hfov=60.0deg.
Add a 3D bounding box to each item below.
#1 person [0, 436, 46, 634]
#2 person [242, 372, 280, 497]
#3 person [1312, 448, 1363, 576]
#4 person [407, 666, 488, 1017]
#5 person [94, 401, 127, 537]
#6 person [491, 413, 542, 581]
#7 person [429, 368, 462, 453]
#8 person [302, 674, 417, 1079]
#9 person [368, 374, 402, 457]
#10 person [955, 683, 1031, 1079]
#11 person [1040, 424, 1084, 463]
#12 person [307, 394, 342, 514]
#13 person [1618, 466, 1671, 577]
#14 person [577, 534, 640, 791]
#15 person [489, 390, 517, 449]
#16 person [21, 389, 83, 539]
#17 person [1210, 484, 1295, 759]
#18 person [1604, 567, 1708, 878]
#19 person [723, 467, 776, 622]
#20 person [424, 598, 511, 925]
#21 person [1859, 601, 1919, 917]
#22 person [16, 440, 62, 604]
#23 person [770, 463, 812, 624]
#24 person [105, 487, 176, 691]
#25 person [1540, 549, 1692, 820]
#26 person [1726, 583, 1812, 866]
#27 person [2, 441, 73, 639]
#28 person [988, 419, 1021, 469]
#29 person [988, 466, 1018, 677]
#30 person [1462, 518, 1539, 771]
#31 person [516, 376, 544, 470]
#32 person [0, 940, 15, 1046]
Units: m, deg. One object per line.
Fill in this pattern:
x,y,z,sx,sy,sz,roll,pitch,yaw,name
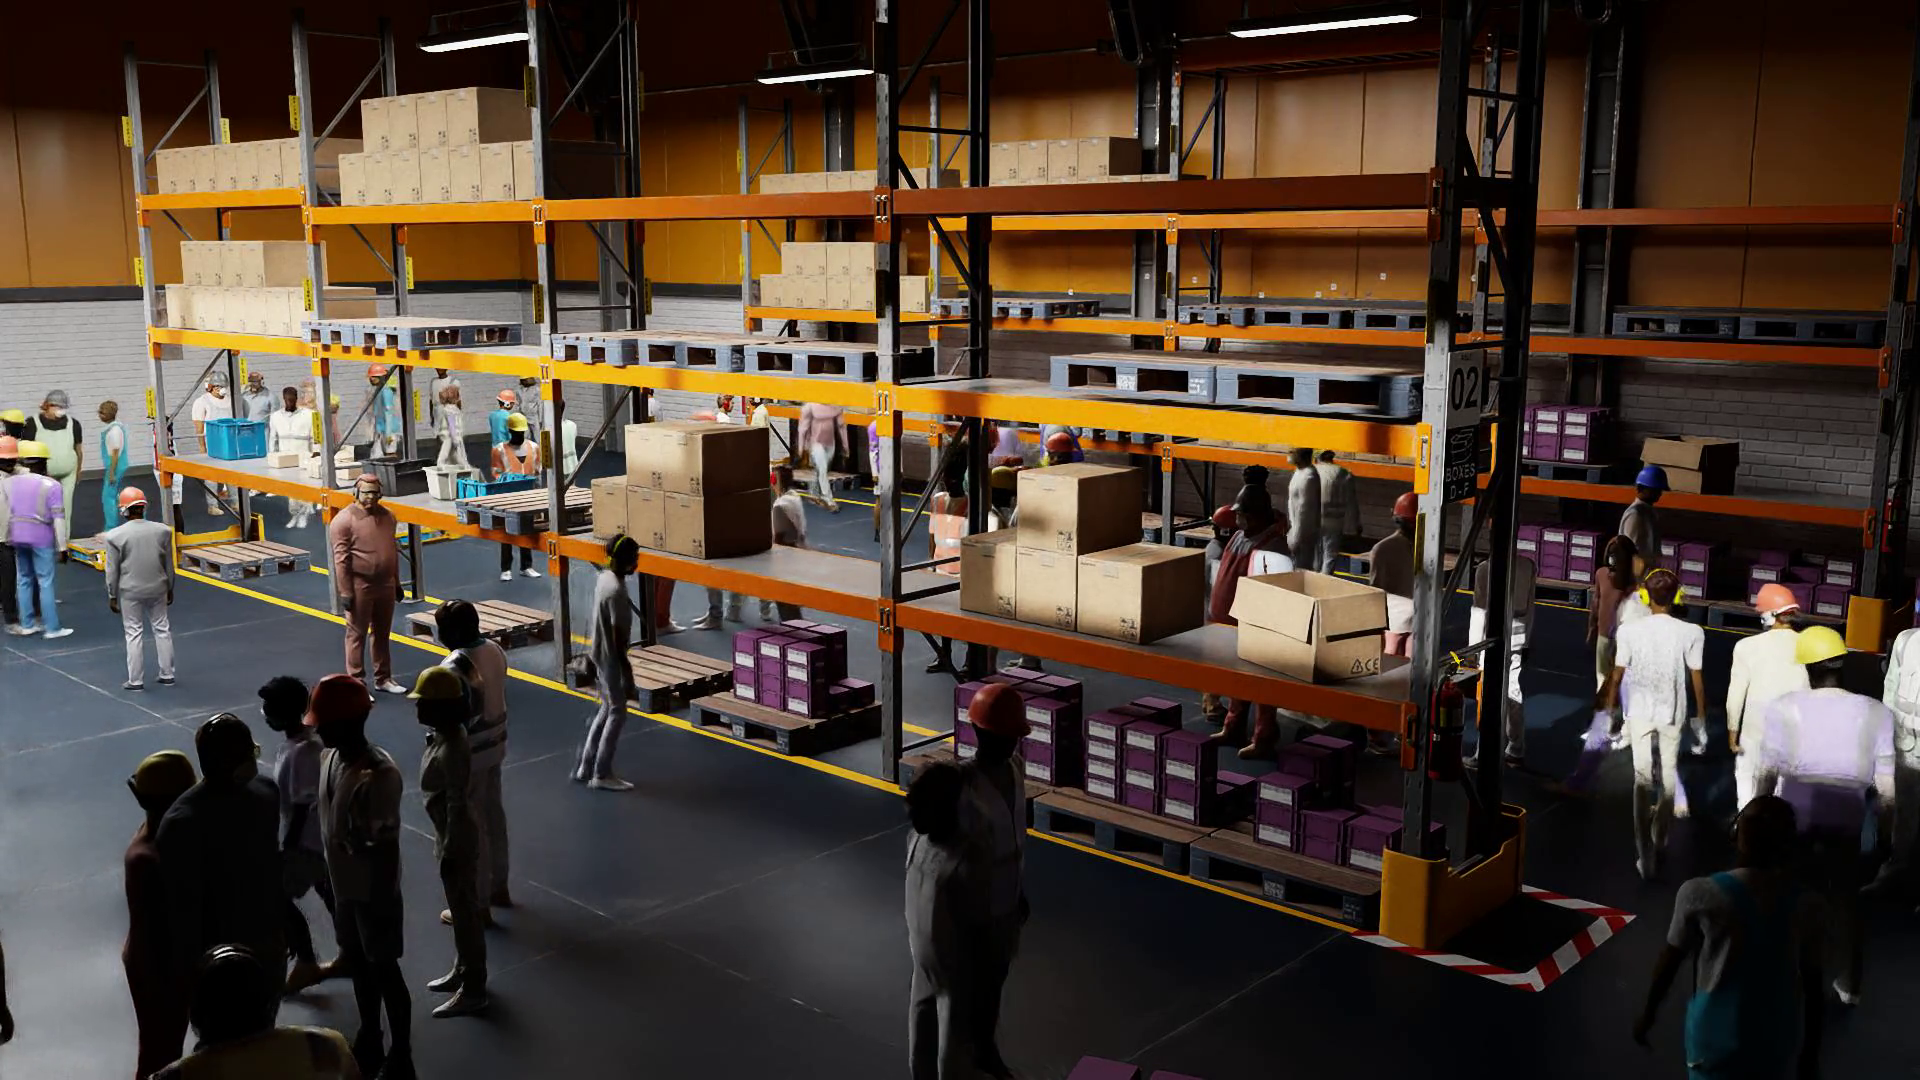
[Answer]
-9.152,-0.039,16.138,0.540,1.961,0.690,8,13,38,person
-10.563,-1.587,25.076,0.646,1.900,0.400,2,10,11,person
3.900,-0.200,17.504,0.645,1.803,0.583,8,13,37,person
-2.529,1.471,8.213,0.299,1.745,0.483,-3,11,-19,person
-10.923,-0.909,21.509,0.617,1.805,0.586,-5,11,-27,person
-4.986,-0.489,18.826,0.585,1.916,0.405,-9,13,-41,person
-8.544,-2.063,27.566,0.610,1.966,0.364,3,11,18,person
-2.670,1.527,7.371,0.545,1.930,0.385,9,13,41,person
-8.882,-1.652,25.632,0.903,1.881,0.607,3,10,14,person
0.142,1.554,7.203,0.376,1.933,0.551,7,12,34,person
1.257,-0.836,20.416,0.536,2.000,0.693,-1,10,-6,person
-8.910,-1.190,23.324,0.543,1.716,0.503,-3,10,-14,person
5.764,0.328,14.120,0.411,1.939,0.605,6,12,29,person
-2.425,0.844,11.520,0.465,1.829,0.617,-4,11,-20,person
-6.475,-1.276,23.763,0.575,1.738,0.351,9,13,42,person
-11.342,-0.909,20.833,0.697,2.000,0.613,-7,12,-34,person
2.123,0.592,12.345,0.538,2.000,0.683,-5,11,-25,person
4.247,1.076,10.157,0.567,1.836,0.865,3,11,18,person
-2.179,-0.109,16.798,0.685,1.881,0.671,-7,12,-35,person
-2.756,1.230,9.306,0.429,1.839,0.633,2,10,9,person
5.491,1.155,9.419,0.384,1.949,0.601,-5,11,-27,person
-9.692,-0.160,17.364,0.301,1.772,0.531,3,10,16,person
-1.583,0.219,15.111,0.475,1.822,0.694,1,10,3,person
-6.994,0.412,14.200,0.350,1.744,0.566,9,13,42,person
4.438,0.950,11.032,0.969,1.801,0.519,5,11,26,person
5.018,1.120,10.228,0.627,1.732,0.472,2,10,13,person
-8.918,0.005,16.041,0.677,1.914,0.446,0,10,1,person
0.431,-0.735,20.294,0.617,1.877,0.800,-6,11,-29,person
0.313,0.313,14.283,0.398,1.915,0.598,0,10,-1,person
3.895,0.744,11.968,0.577,1.877,0.342,-6,12,-29,person
-7.248,-2.023,28.001,0.490,1.734,0.326,3,10,14,person
-3.995,1.775,6.325,0.702,1.796,0.675,-4,11,-23,person
